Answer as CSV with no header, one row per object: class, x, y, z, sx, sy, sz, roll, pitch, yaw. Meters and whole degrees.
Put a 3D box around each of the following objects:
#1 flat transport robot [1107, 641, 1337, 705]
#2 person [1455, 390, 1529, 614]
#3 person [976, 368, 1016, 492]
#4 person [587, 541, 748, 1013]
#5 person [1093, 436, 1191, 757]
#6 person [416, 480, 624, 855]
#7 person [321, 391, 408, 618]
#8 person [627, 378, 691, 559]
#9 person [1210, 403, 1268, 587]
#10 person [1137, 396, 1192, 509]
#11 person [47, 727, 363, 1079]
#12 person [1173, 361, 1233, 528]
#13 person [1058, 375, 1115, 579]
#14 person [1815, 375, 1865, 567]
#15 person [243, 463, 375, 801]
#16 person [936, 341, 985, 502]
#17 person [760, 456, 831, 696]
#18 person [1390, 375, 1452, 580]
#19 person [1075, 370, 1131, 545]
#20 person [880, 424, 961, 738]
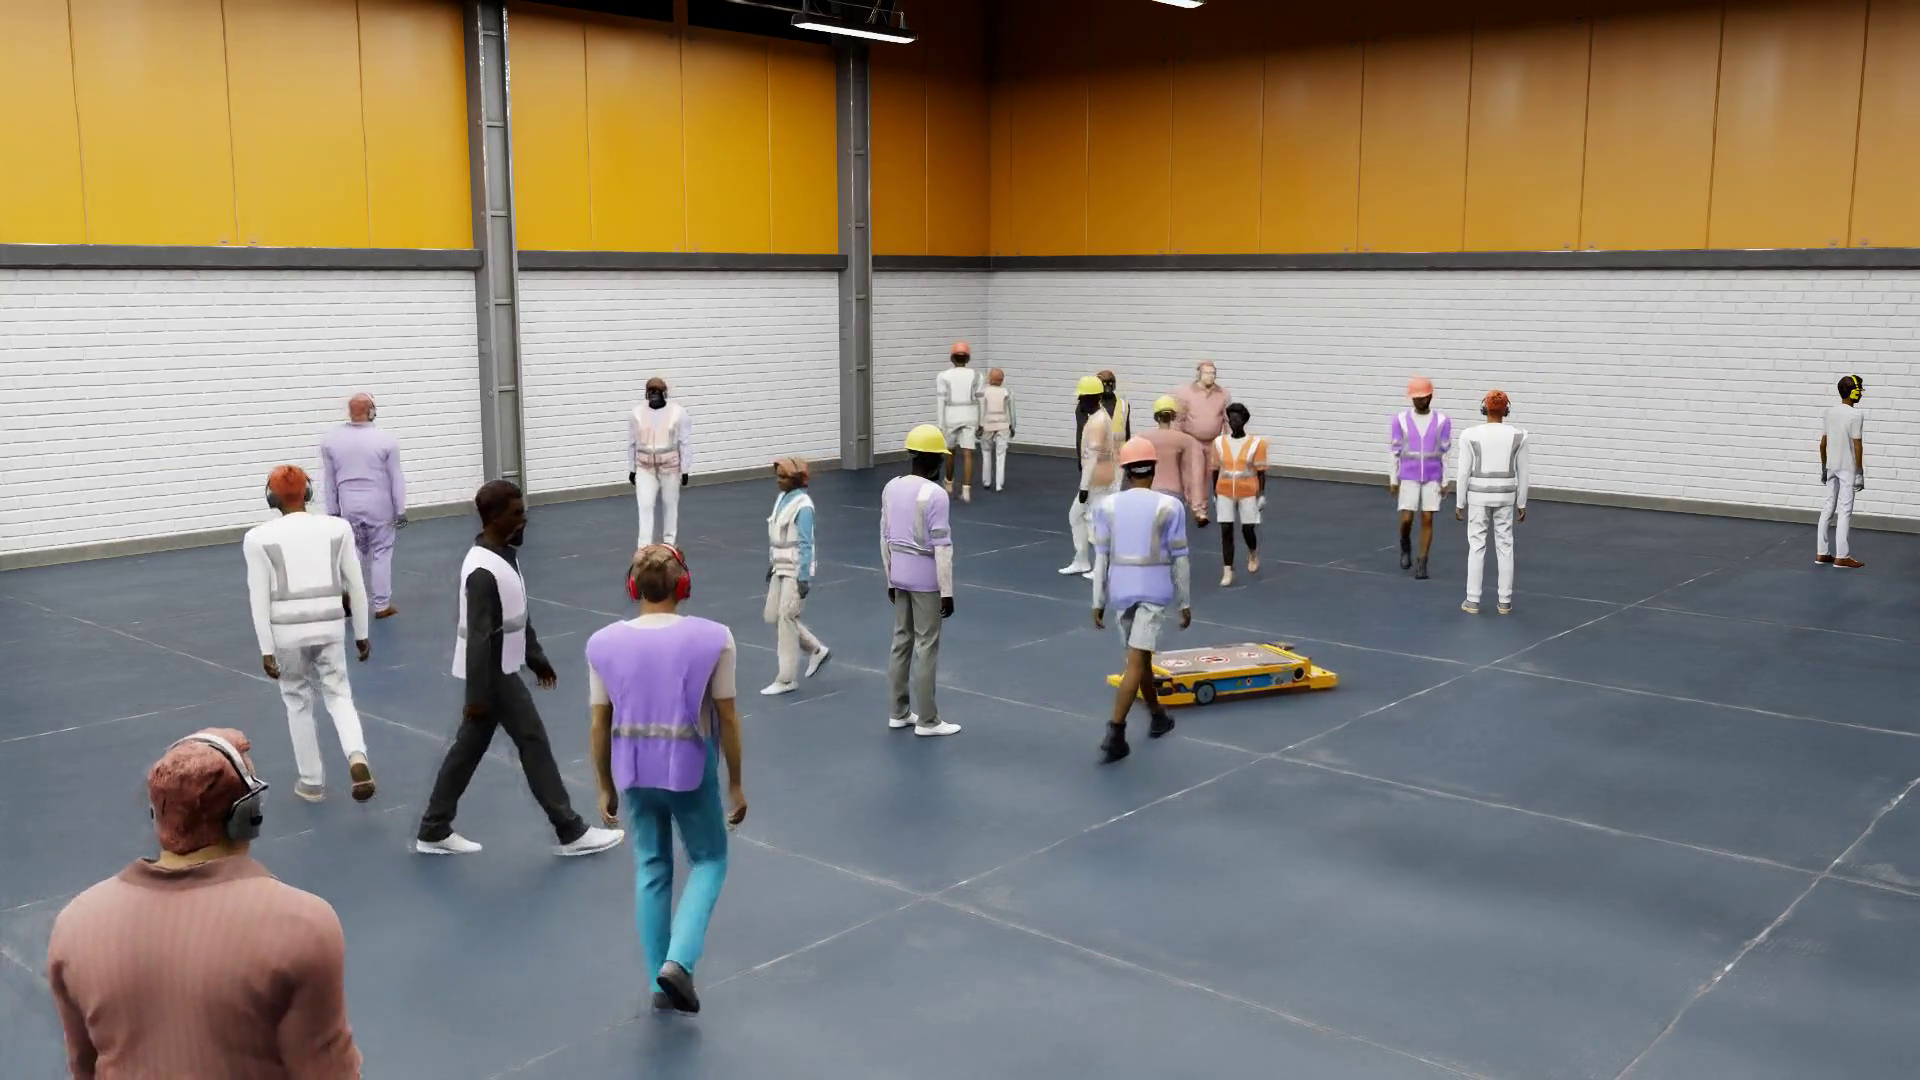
flat transport robot,1.788,0.898,11.358,1.431,0.197,0.652,-4,10,-23
person,4.451,-0.316,13.934,0.584,1.882,0.339,1,9,7
person,0.471,-1.457,21.969,0.545,1.599,0.805,0,9,0
person,-1.109,0.922,6.325,0.589,1.829,0.456,1,9,5
person,1.063,0.331,9.933,0.563,1.880,0.990,5,10,28
person,-2.197,0.632,8.047,1.007,1.868,0.593,-2,9,-12
person,-4.869,-0.268,13.626,0.646,1.890,0.537,1,9,5
person,-3.002,-0.685,16.461,0.654,1.811,0.848,0,9,1
person,2.557,-0.427,15.242,0.541,1.682,0.510,4,10,23
person,1.835,-0.458,15.317,0.533,1.728,0.883,-1,9,-6
person,-1.552,1.317,3.662,0.673,1.881,0.785,1,9,4
person,2.786,-1.071,18.748,0.673,1.861,0.965,-2,9,-11
person,1.152,-0.570,15.442,0.679,1.903,0.622,0,9,3
person,8.604,-0.670,16.200,0.329,1.873,0.516,-3,9,-15
person,-3.408,0.522,8.787,0.595,1.853,0.709,-7,11,-36
person,-0.002,-1.513,21.106,0.632,1.990,1.028,-1,9,-5
person,-1.138,0.231,11.289,0.503,1.621,0.543,-4,10,-25
person,4.306,-0.593,15.567,0.548,1.919,0.505,2,9,12
person,1.528,-0.872,17.554,0.633,1.842,0.429,-3,10,-20
person,-0.238,0.248,10.267,0.382,1.923,0.593,-8,12,-40
